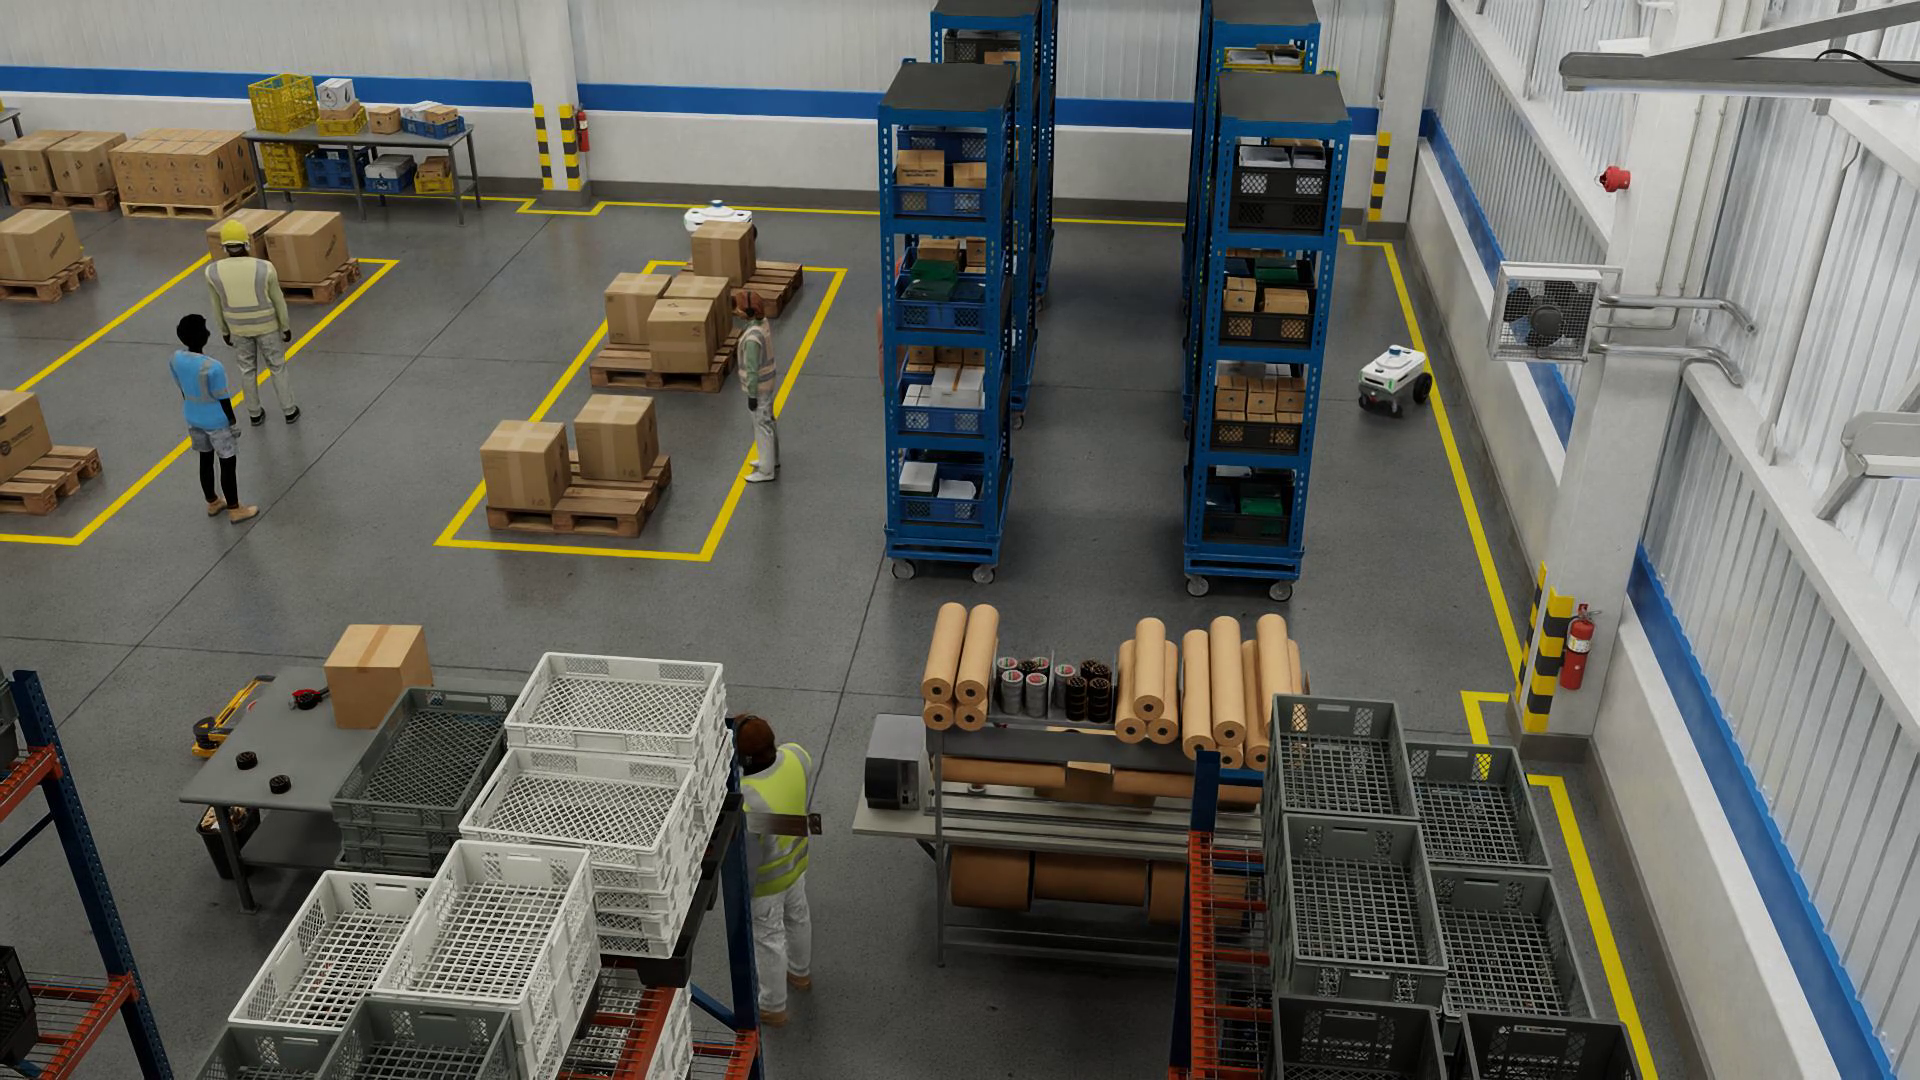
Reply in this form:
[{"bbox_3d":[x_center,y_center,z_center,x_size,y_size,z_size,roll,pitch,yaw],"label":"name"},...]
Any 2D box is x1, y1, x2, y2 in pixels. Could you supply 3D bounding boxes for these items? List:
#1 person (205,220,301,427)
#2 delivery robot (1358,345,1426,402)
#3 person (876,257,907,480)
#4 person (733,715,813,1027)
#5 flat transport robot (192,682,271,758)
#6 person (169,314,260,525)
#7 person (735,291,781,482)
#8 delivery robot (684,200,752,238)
[{"bbox_3d":[-6.067,-1.854,14.299,0.596,1.823,0.403,-4,31,-8],"label":"person"},{"bbox_3d":[3.861,-1.502,14.856,0.477,0.478,0.707,23,37,34],"label":"delivery robot"},{"bbox_3d":[-0.393,-1.345,13.276,0.411,1.979,0.627,24,38,35],"label":"person"},{"bbox_3d":[-0.973,1.634,8.297,0.430,1.838,0.619,14,33,22],"label":"person"},{"bbox_3d":[-4.089,1.163,10.648,1.431,0.197,0.652,3,30,6],"label":"flat transport robot"},{"bbox_3d":[-5.782,-0.932,12.854,0.532,1.680,0.319,15,33,24],"label":"person"},{"bbox_3d":[-1.629,-1.245,13.443,0.313,1.632,0.518,1,30,2],"label":"person"},{"bbox_3d":[-2.657,-3.489,18.269,0.707,0.478,0.477,4,31,7],"label":"delivery robot"}]
